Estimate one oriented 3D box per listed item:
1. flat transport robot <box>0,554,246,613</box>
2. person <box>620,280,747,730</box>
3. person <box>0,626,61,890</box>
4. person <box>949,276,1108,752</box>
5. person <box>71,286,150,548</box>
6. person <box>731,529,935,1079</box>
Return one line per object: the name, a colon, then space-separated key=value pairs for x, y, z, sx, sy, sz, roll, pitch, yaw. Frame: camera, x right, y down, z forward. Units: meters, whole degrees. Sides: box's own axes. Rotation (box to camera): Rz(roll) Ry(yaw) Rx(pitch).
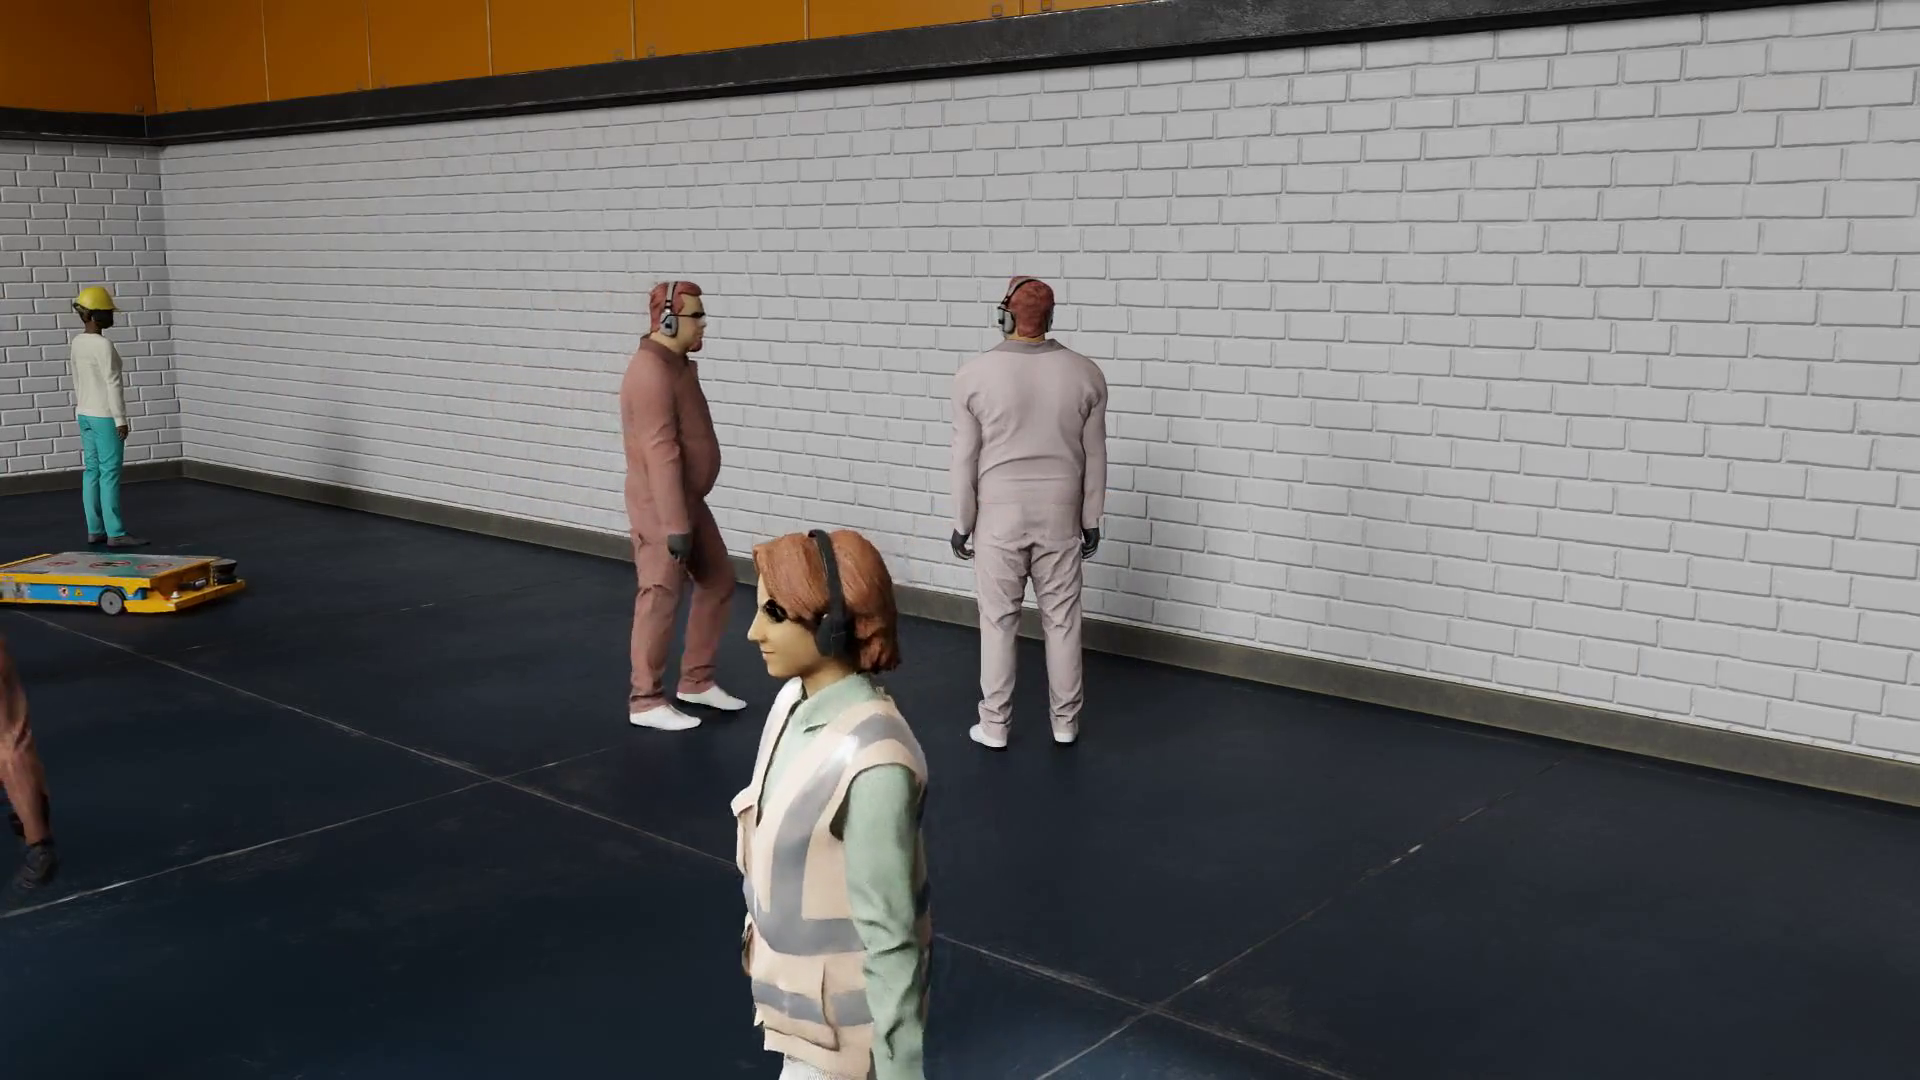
flat transport robot: x=-4.926 y=0.232 z=9.498 sx=1.431 sy=0.197 sz=0.652 roll=2 pitch=10 yaw=10
person: x=-1.125 y=-0.130 z=6.955 sx=0.633 sy=1.884 sz=0.684 roll=0 pitch=10 yaw=-1
person: x=-2.131 y=0.635 z=3.377 sx=0.540 sy=1.601 sz=0.790 roll=-2 pitch=10 yaw=-10
person: x=0.268 y=-0.097 z=6.704 sx=0.641 sy=1.913 sz=0.407 roll=-2 pitch=10 yaw=-10
person: x=-5.797 y=-0.827 z=11.271 sx=0.522 sy=1.769 sz=0.311 roll=7 pitch=12 yaw=37
person: x=-0.154 y=0.762 z=2.690 sx=0.829 sy=1.603 sz=0.528 roll=-3 pitch=10 yaw=-17
